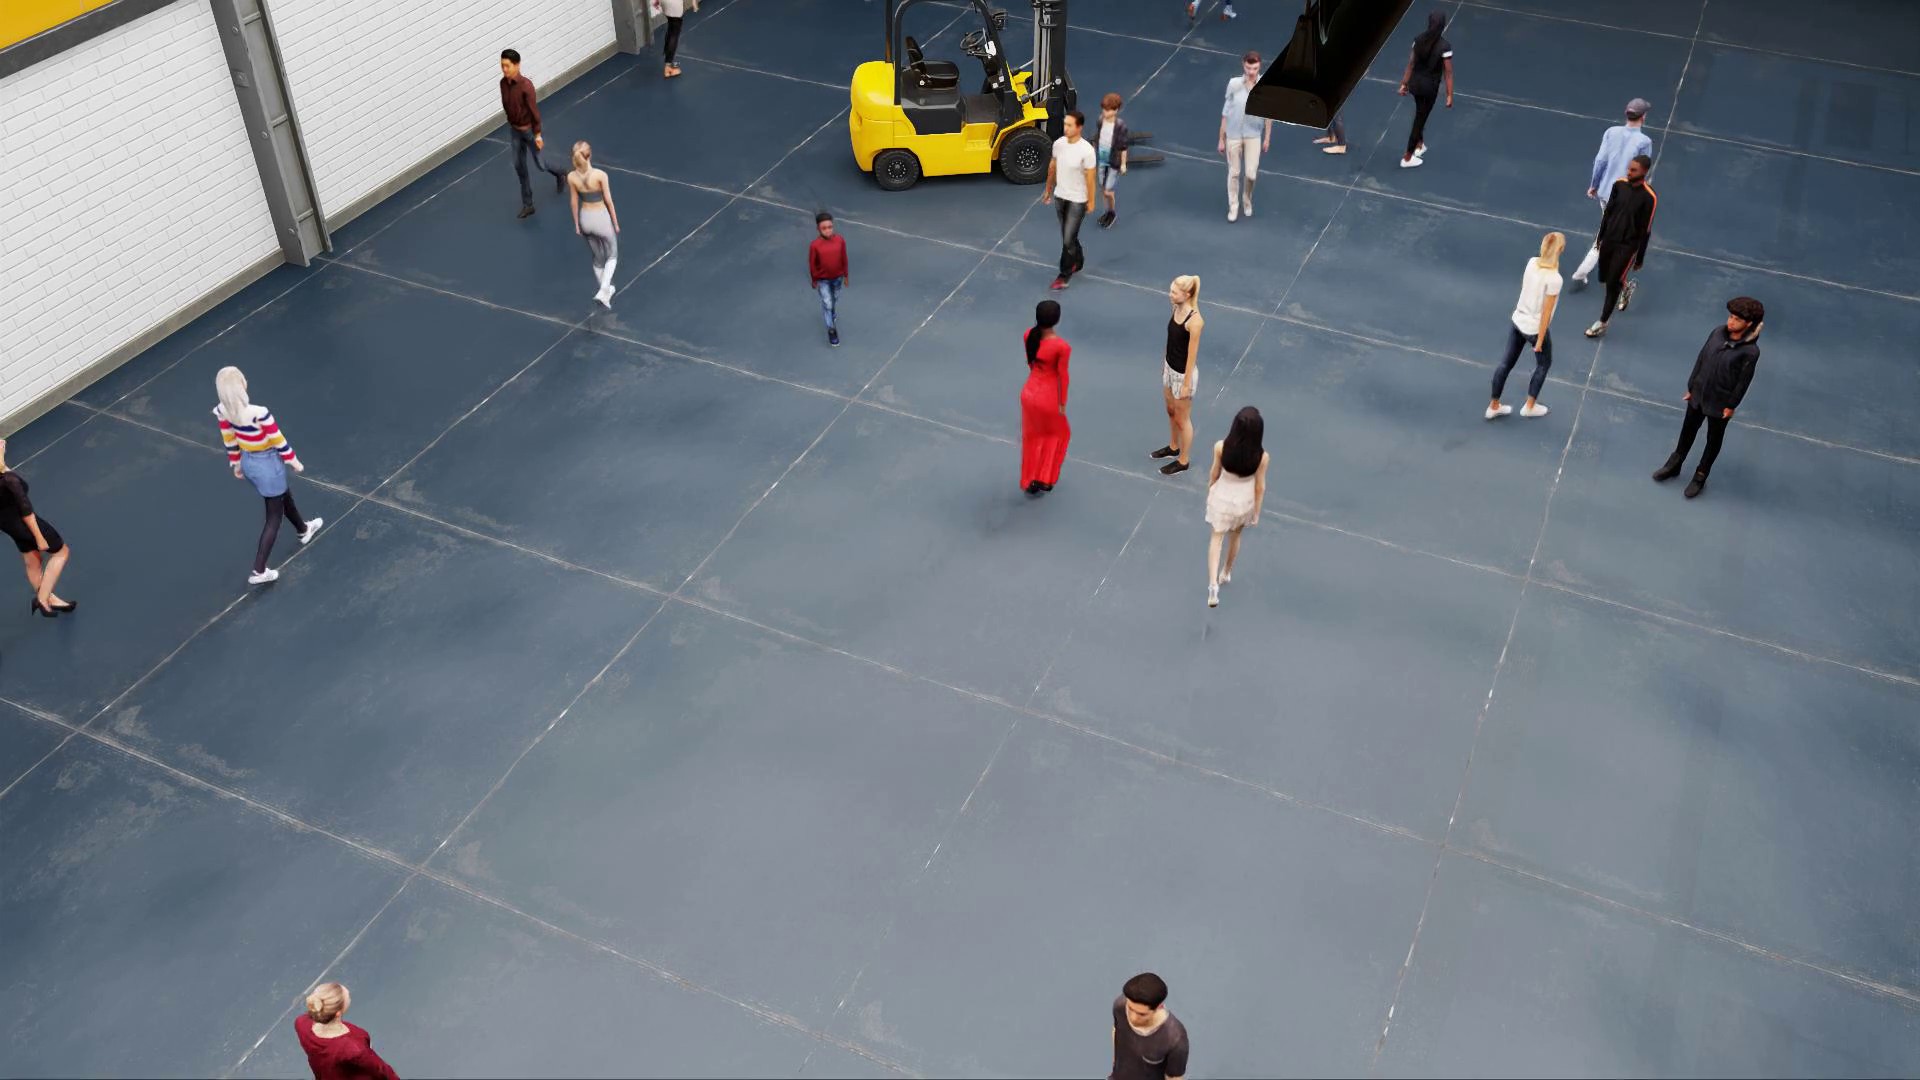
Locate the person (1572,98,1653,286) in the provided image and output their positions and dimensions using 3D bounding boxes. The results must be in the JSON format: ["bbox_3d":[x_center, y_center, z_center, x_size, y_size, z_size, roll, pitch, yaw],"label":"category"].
[{"bbox_3d":[6.322,-3.332,16.085,1.273,1.856,1.019,-26,45,-29],"label":"person"}]

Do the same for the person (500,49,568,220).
[{"bbox_3d":[-4.469,-4.276,17.347,0.636,1.756,1.051,17,42,20],"label":"person"}]

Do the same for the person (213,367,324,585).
[{"bbox_3d":[-5.311,-0.476,12.577,0.654,1.771,1.112,16,41,19],"label":"person"}]

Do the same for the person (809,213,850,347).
[{"bbox_3d":[-1.240,-2.507,15.548,0.862,1.238,0.917,-14,41,-17],"label":"person"}]

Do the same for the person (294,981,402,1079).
[{"bbox_3d":[-3.135,2.853,8.470,0.649,1.695,0.572,17,42,20],"label":"person"}]

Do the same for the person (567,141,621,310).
[{"bbox_3d":[-3.451,-2.934,15.718,0.737,1.692,0.932,4,39,5],"label":"person"}]

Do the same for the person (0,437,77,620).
[{"bbox_3d":[-6.880,-0.040,12.115,0.580,1.666,0.628,19,42,22],"label":"person"}]

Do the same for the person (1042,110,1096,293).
[{"bbox_3d":[1.149,-3.350,16.174,0.822,1.785,0.949,31,48,33],"label":"person"}]

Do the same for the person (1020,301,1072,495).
[{"bbox_3d":[0.611,-1.089,13.352,0.669,1.772,0.751,25,45,28],"label":"person"}]

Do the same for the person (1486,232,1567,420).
[{"bbox_3d":[4.794,-1.783,14.198,0.914,1.791,0.846,-16,41,-19],"label":"person"}]

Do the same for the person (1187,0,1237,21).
[{"bbox_3d":[3.312,-7.419,21.415,1.108,1.592,0.928,-22,43,-25],"label":"person"}]

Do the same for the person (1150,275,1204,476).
[{"bbox_3d":[1.824,-1.383,13.656,0.705,1.843,0.644,-13,40,-16],"label":"person"}]

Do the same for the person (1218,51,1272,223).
[{"bbox_3d":[2.940,-4.212,17.206,0.720,1.833,0.701,8,39,10],"label":"person"}]

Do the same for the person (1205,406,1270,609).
[{"bbox_3d":[1.986,-0.204,12.280,0.656,1.717,0.907,11,40,14],"label":"person"}]

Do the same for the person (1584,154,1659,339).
[{"bbox_3d":[6.194,-2.755,15.419,1.111,1.785,0.946,-29,47,-31],"label":"person"}]

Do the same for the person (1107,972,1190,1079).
[{"bbox_3d":[1.013,2.761,8.606,0.793,1.669,1.114,25,45,28],"label":"person"}]

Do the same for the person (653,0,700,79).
[{"bbox_3d":[-3.513,-6.444,20.038,0.687,1.786,0.678,14,41,16],"label":"person"}]

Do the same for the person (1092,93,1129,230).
[{"bbox_3d":[1.589,-3.938,17.181,0.617,1.436,0.634,30,47,32],"label":"person"}]

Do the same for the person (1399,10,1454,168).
[{"bbox_3d":[5.015,-4.909,18.159,0.937,1.733,0.898,-26,45,-28],"label":"person"}]

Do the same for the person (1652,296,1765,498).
[{"bbox_3d":[6.116,-1.193,13.467,0.758,1.781,0.729,-24,45,-27],"label":"person"}]
